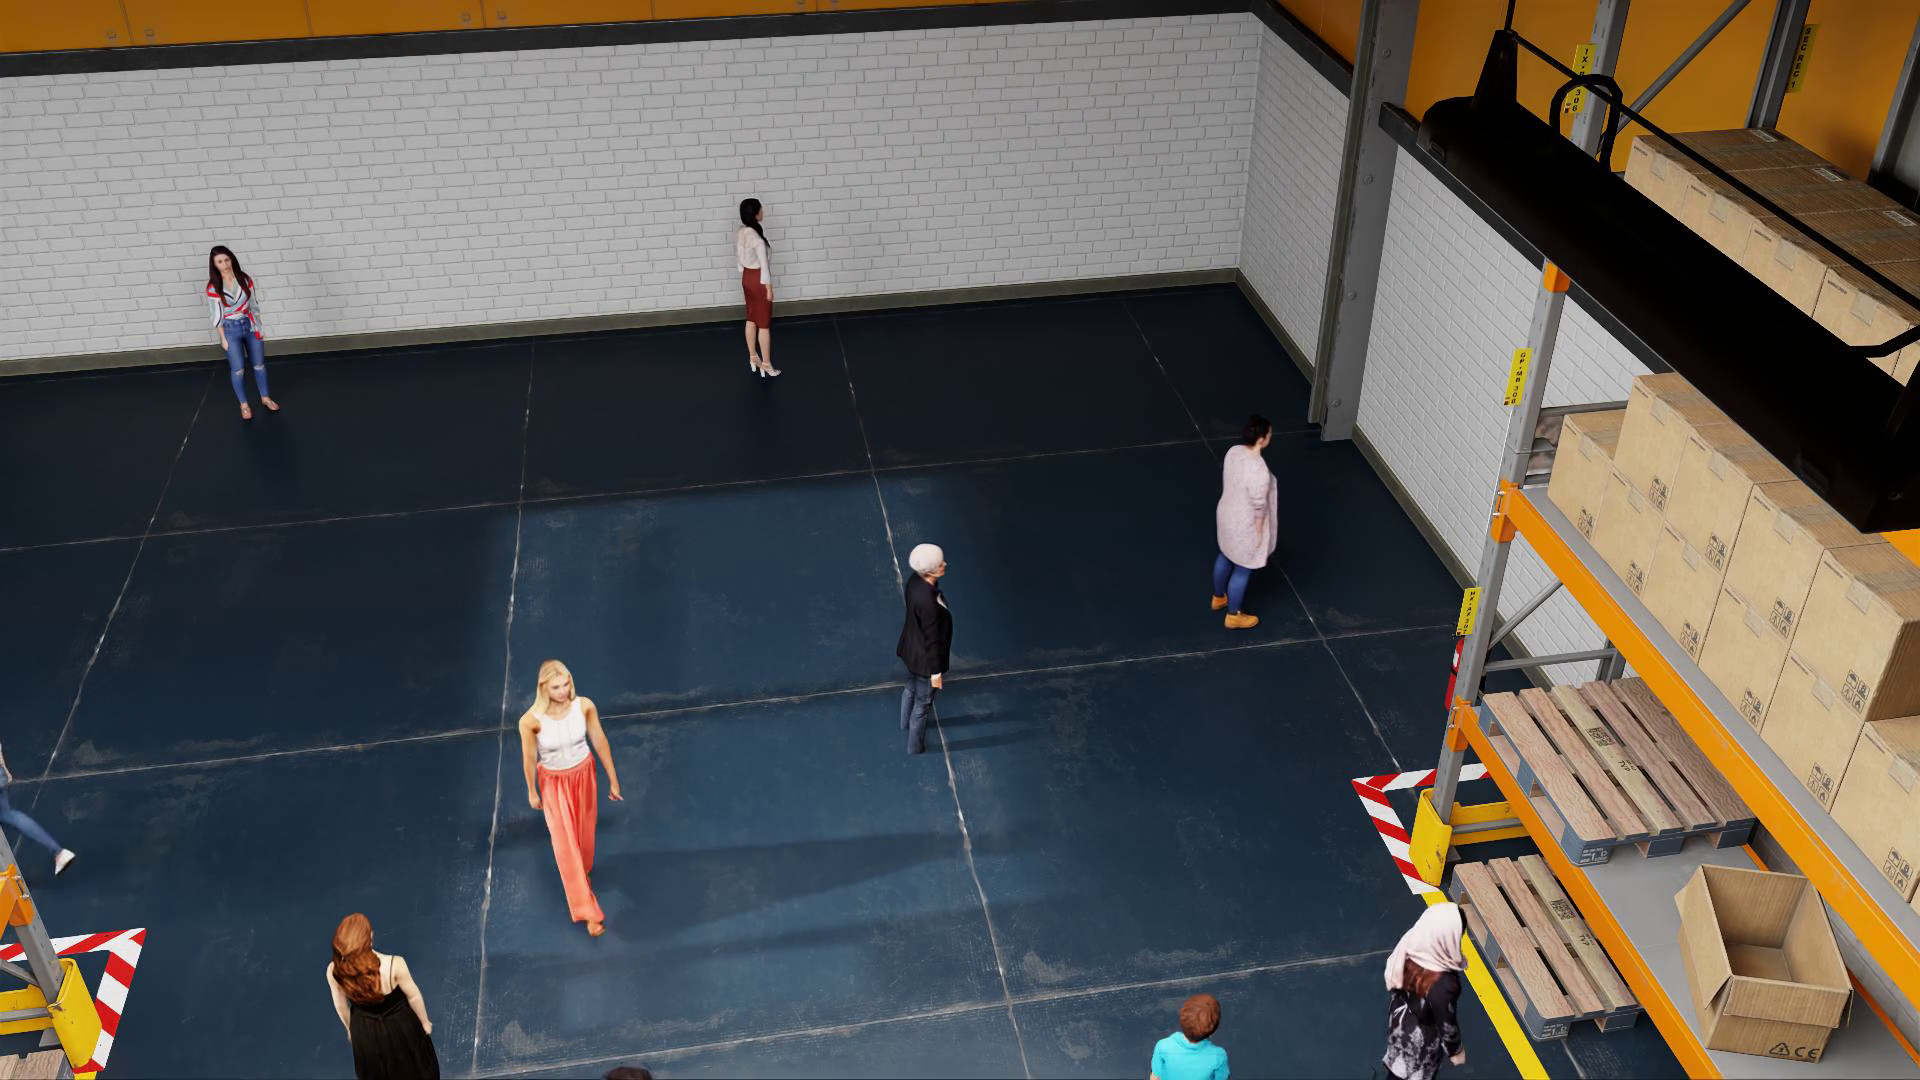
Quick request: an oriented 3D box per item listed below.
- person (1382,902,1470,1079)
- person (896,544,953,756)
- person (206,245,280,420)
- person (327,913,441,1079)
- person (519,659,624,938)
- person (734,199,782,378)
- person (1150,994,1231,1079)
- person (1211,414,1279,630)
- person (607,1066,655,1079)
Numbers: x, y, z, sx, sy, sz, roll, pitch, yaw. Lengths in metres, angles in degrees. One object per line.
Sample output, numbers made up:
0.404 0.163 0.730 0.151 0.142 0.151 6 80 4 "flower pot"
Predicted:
2.238 2.484 8.374 0.746 1.597 0.955 -3 34 -5 "person"
-0.286 0.773 11.121 0.679 1.771 0.602 -6 34 -9 "person"
-6.468 -1.887 14.936 0.659 1.614 0.663 -25 41 -32 "person"
-2.892 2.475 8.364 0.578 1.625 0.573 -3 34 -5 "person"
-2.339 1.398 9.848 0.910 1.775 1.165 -18 38 -25 "person"
-1.891 -2.352 15.511 0.729 1.751 0.608 -24 40 -31 "person"
1.080 2.812 8.042 0.794 1.419 1.040 7 34 10 "person"
2.073 -0.148 12.203 0.776 1.743 0.589 -9 35 -14 "person"
-1.412 2.960 7.551 0.668 1.717 0.740 24 40 31 "person"
